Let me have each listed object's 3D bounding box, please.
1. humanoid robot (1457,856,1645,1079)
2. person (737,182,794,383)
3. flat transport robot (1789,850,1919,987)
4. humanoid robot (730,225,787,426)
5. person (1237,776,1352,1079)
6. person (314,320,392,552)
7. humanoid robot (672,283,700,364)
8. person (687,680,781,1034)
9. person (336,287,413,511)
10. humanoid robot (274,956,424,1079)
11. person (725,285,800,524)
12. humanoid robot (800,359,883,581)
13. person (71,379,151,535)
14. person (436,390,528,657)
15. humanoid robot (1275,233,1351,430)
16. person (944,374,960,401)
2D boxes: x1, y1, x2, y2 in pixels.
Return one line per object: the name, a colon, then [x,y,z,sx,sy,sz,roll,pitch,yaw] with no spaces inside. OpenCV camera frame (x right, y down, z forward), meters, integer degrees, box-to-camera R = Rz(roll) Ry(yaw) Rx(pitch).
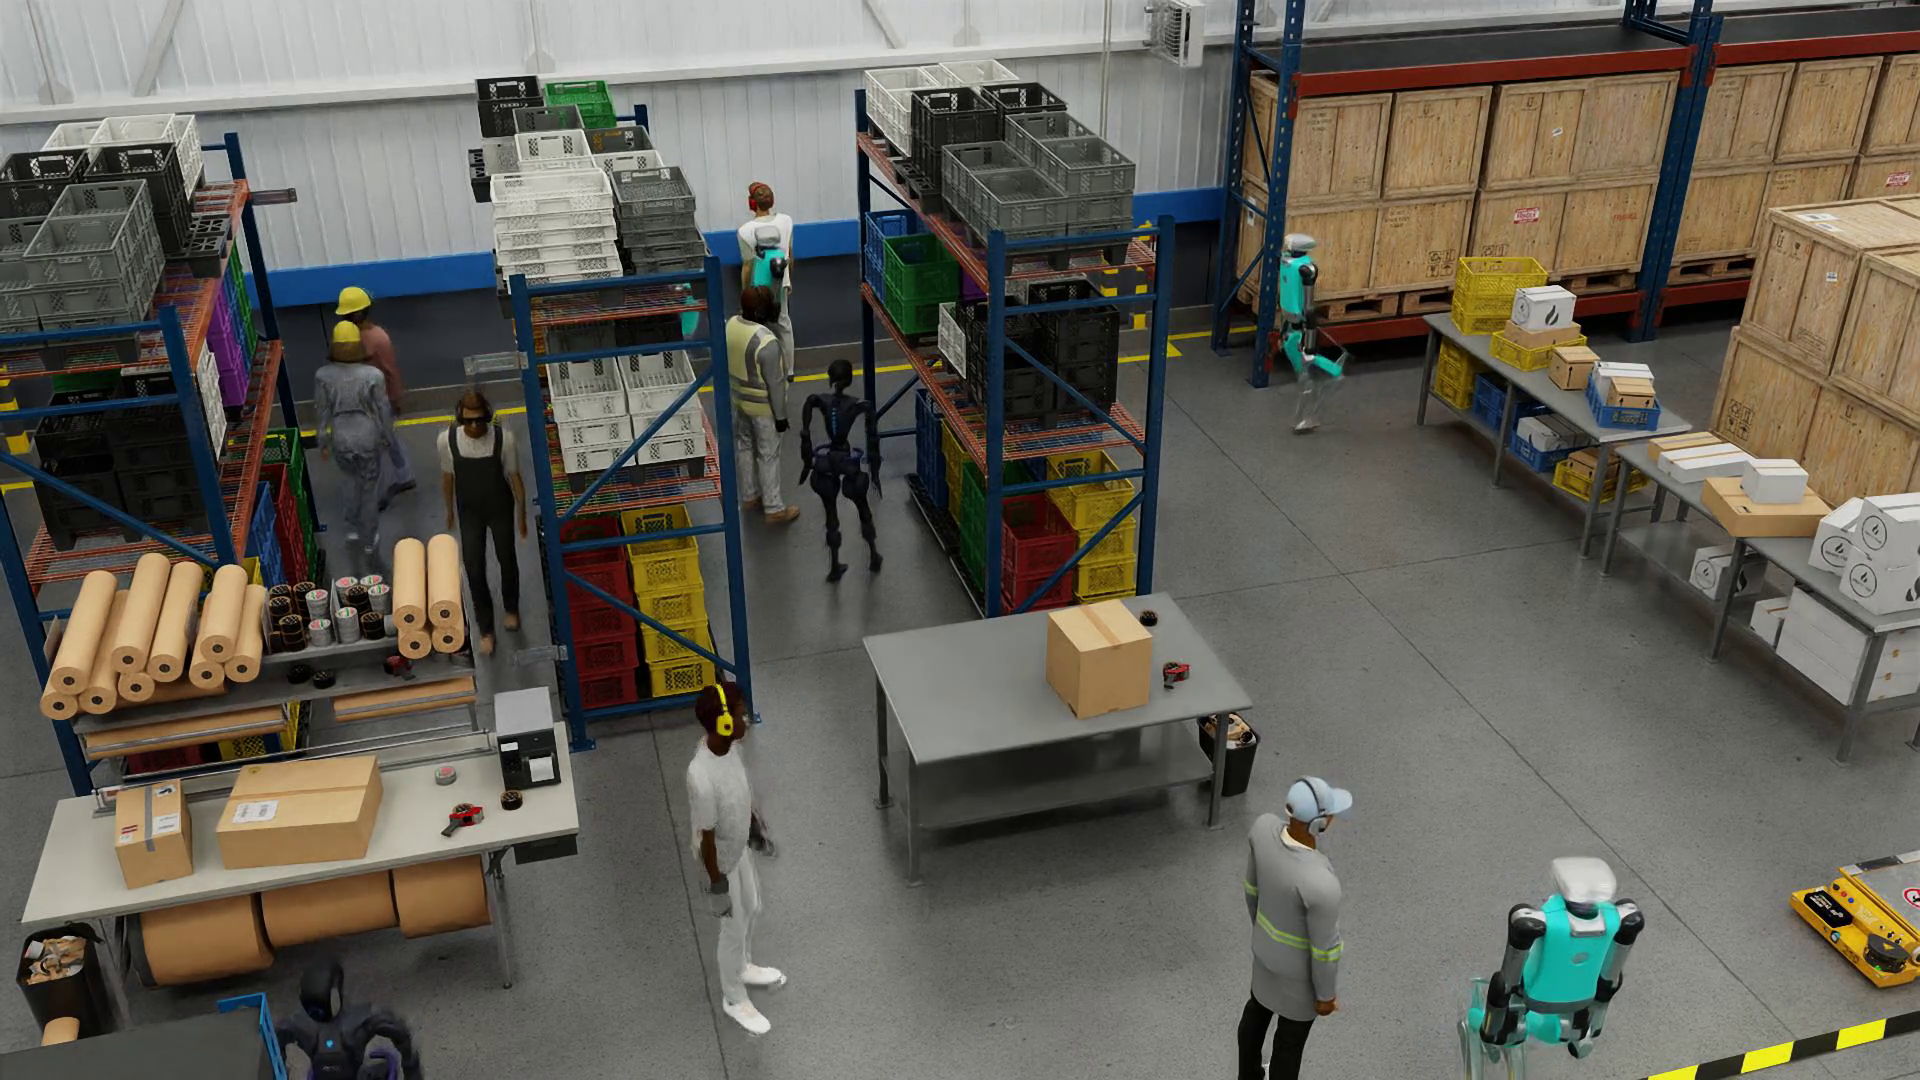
humanoid robot: [2.401,1.896,7.047,0.533,1.677,0.735,-2,29,-4]
person: [-1.677,-2.205,14.536,0.563,1.846,0.391,-25,37,-37]
flat transport robot: [5.163,1.916,8.676,1.431,0.231,0.659,-8,30,-14]
humanoid robot: [-1.778,-1.647,13.710,0.776,1.849,0.535,-11,31,-19]
person: [1.456,1.796,7.249,0.373,1.853,0.589,-13,31,-22]
person: [-4.341,-0.735,11.994,0.516,1.702,0.451,-5,29,-9]
humanoid robot: [-2.413,-1.460,13.332,0.831,1.793,0.532,6,29,10]
person: [-1.074,1.489,7.815,0.356,1.850,0.573,4,29,8]
person: [-4.517,-1.051,12.536,0.542,1.750,0.677,22,36,34]
humanoid robot: [-2.397,2.254,6.660,0.603,1.642,0.756,-5,29,-9]
person: [-1.479,-1.016,12.379,0.429,1.839,0.633,-23,36,-35]
humanoid robot: [-0.828,-0.507,11.621,0.611,1.654,0.403,5,29,10]
person: [-6.213,-0.988,12.134,0.607,2.040,0.395,-4,29,-8]
person: [-3.070,-0.122,10.778,0.529,1.810,0.771,-6,29,-11]
humanoid robot: [2.929,-1.621,13.703,0.737,1.890,0.547,-9,30,-16]
person: [0.172,-2.024,14.190,0.950,1.862,0.602,-13,31,-22]
